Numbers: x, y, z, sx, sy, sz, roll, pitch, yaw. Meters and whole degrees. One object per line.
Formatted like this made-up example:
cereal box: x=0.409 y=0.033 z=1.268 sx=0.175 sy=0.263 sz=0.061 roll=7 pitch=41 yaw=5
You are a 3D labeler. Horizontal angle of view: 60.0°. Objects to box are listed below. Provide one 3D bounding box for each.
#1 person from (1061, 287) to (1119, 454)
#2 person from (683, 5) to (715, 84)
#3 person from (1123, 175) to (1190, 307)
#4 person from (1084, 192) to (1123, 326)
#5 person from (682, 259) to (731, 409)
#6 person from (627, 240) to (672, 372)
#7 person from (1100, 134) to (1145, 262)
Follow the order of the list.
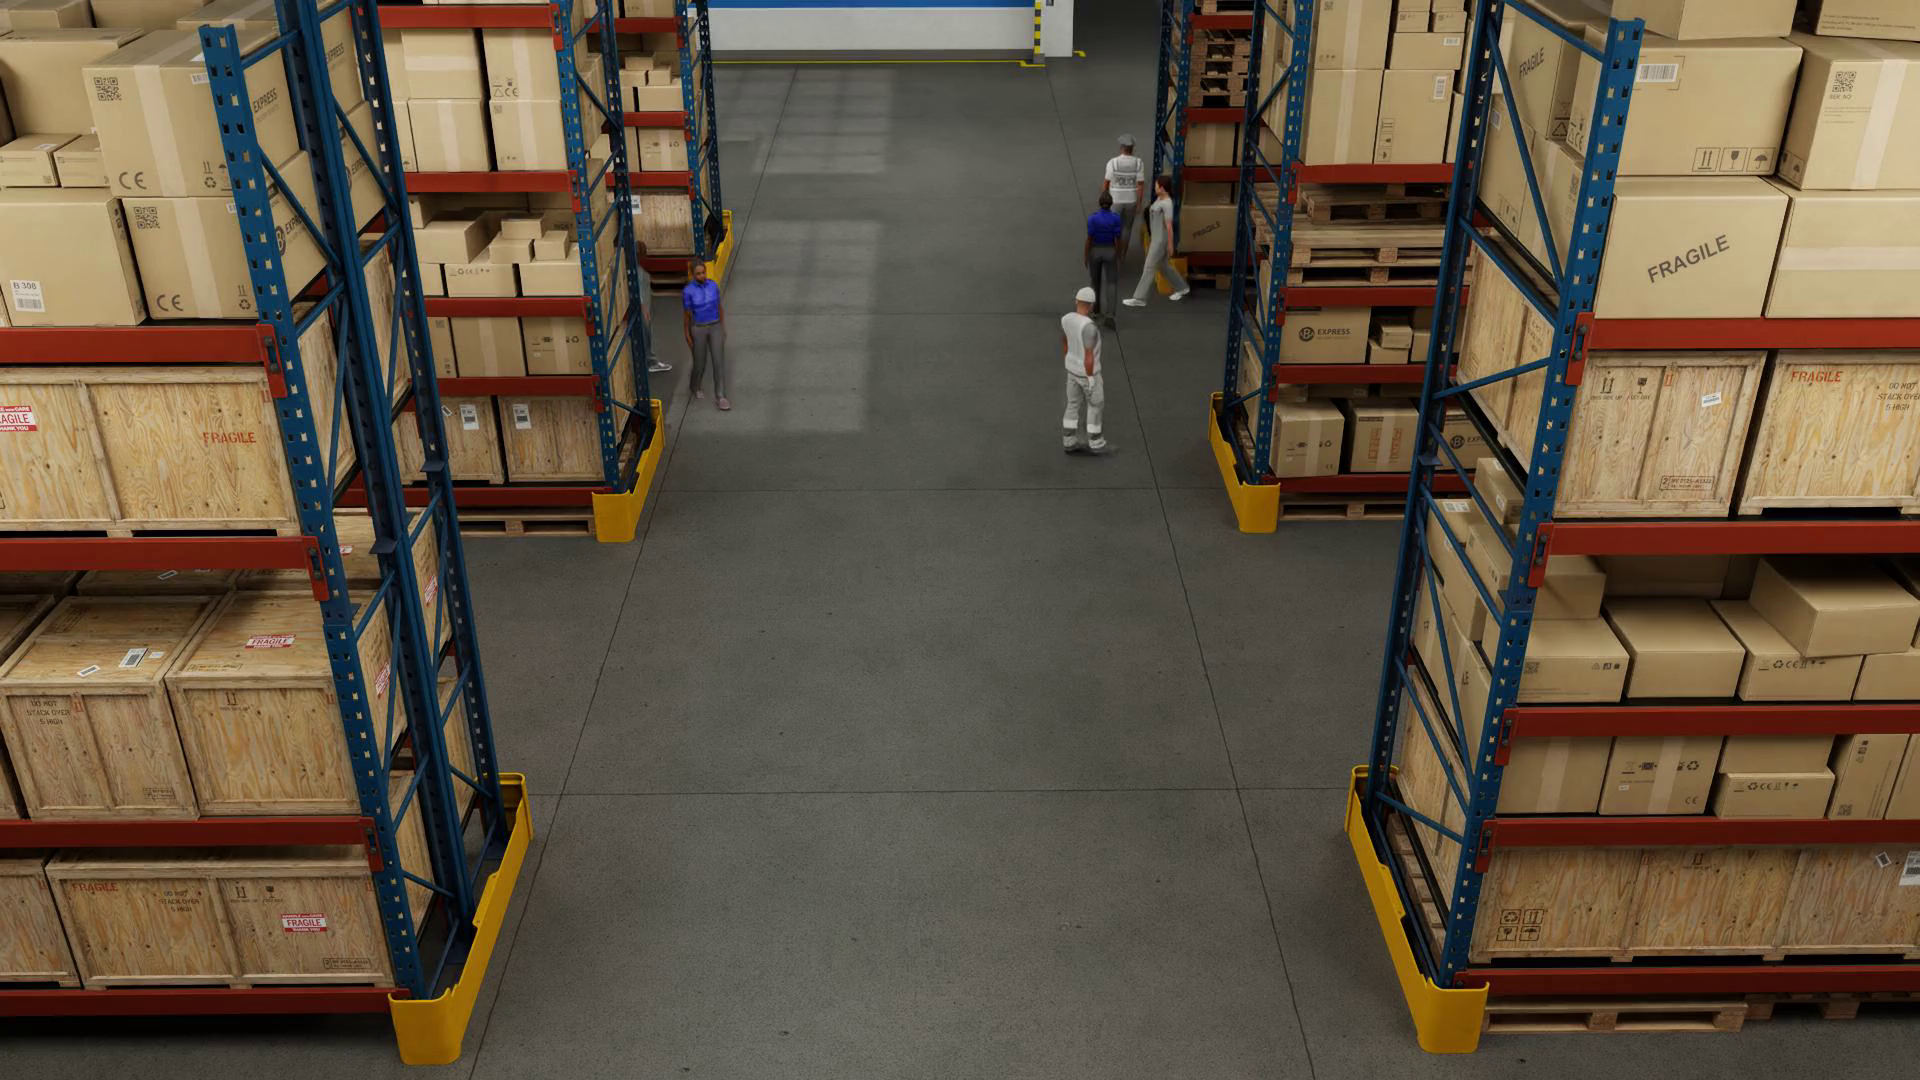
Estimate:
person: x=1.334 y=-1.747 z=17.089 sx=0.517 sy=1.781 sz=0.592 roll=-16 pitch=32 yaw=-28
person: x=-5.077 y=-9.400 z=31.379 sx=0.584 sy=1.754 sz=0.806 roll=17 pitch=33 yaw=29
person: x=2.534 y=-3.809 z=21.108 sx=0.917 sy=1.633 sz=0.529 roll=-2 pitch=28 yaw=-4
person: x=1.770 y=-3.493 z=20.529 sx=0.462 sy=1.667 sz=0.687 roll=2 pitch=28 yaw=4
person: x=-2.777 y=-2.259 z=18.262 sx=0.468 sy=1.694 sz=0.636 roll=-15 pitch=32 yaw=-26
person: x=-3.697 y=-2.624 z=18.956 sx=0.693 sy=1.588 sz=0.438 roll=-5 pitch=29 yaw=-9
person: x=2.187 y=-4.558 z=22.370 sx=0.556 sy=1.754 sz=0.736 roll=-4 pitch=29 yaw=-7
